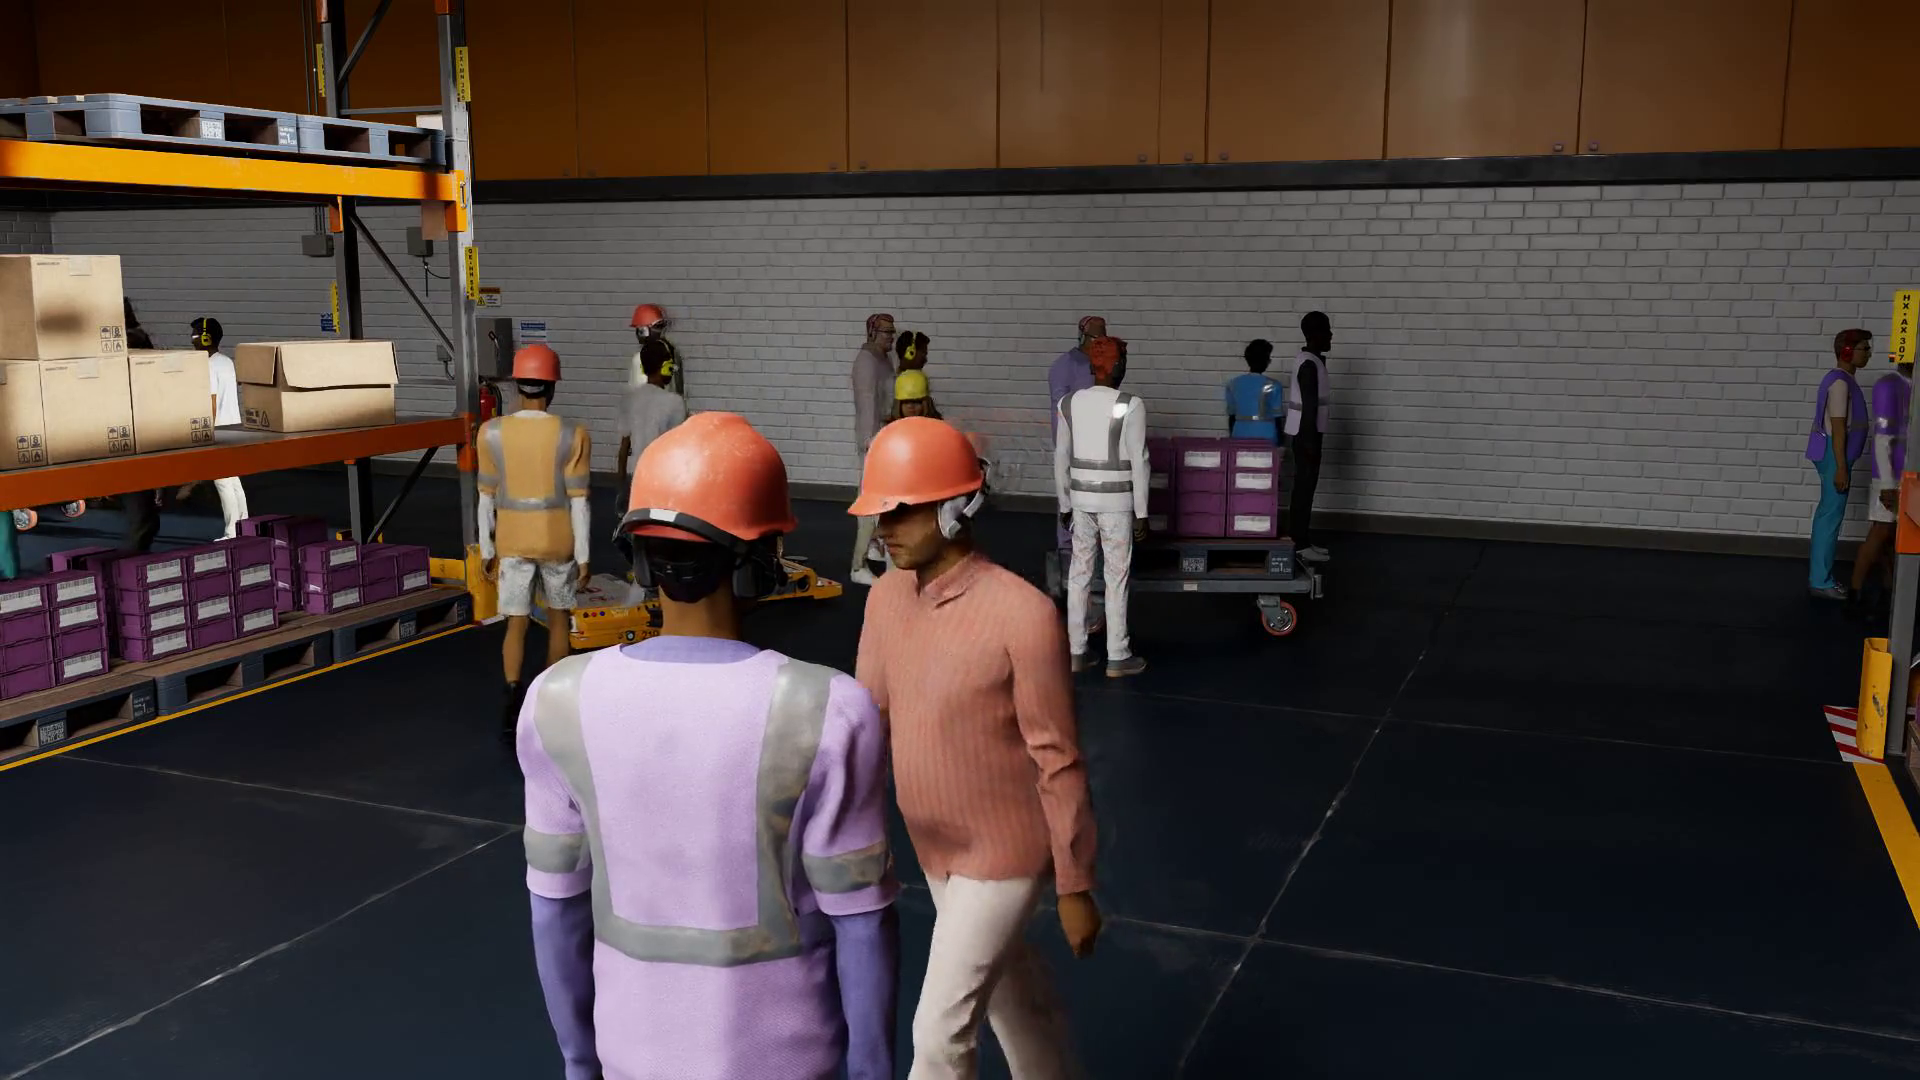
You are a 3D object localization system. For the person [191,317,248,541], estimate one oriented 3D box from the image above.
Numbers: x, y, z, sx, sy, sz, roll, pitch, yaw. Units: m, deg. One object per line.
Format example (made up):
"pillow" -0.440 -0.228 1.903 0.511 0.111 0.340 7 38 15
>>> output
"person" -5.950 -0.851 13.359 0.323 1.862 0.510 -1 9 -8

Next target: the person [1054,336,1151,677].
"person" 0.796 -0.186 9.240 0.583 1.882 0.337 7 12 36

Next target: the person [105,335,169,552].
"person" -5.305 -0.406 10.739 0.550 1.826 0.414 6 11 34

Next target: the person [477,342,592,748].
"person" -2.023 0.023 7.912 0.556 1.911 0.830 -1 9 -4

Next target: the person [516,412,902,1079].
"person" -0.384 0.816 2.689 0.608 2.044 0.370 2 10 12

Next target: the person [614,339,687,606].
"person" -1.831 -0.309 10.175 0.523 1.835 0.825 7 12 38

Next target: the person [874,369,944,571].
"person" -0.224 -0.064 8.958 0.496 1.726 0.616 1 9 5

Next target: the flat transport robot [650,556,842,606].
"flat transport robot" -1.575 0.299 11.181 1.431 0.197 0.652 -6 11 -31

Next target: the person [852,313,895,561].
"person" -0.620 -0.797 12.884 0.401 1.904 0.648 1 9 5

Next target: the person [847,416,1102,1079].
"person" -0.068 0.705 3.653 1.018 1.936 0.611 -6 11 -32

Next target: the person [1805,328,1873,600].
"person" 6.004 -0.523 11.397 0.390 1.846 0.565 5 10 26

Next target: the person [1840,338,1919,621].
"person" 6.000 -0.434 10.680 0.623 1.914 0.473 -7 12 -37

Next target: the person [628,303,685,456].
"person" -2.444 -0.870 13.129 0.514 1.976 0.617 3 10 18

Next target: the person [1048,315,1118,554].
"person" 0.963 -0.711 12.372 0.640 1.904 0.409 -7 12 -36

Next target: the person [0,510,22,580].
"person" -6.367 -0.356 10.785 0.615 1.727 0.345 0 9 -3

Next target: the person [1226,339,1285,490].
"person" 2.361 -0.759 13.320 0.537 1.690 0.429 8 13 42

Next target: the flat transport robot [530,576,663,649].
"flat transport robot" -2.319 0.424 10.423 0.652 0.197 1.431 -6 11 -31

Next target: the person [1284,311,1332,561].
"person" 2.701 -0.804 12.875 0.380 1.921 0.596 2 10 11

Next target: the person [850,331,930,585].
"person" -0.358 -0.555 11.699 0.991 1.803 0.581 4 10 25

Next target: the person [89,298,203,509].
"person" -7.692 -1.311 15.588 0.901 2.000 0.687 0 9 -1
